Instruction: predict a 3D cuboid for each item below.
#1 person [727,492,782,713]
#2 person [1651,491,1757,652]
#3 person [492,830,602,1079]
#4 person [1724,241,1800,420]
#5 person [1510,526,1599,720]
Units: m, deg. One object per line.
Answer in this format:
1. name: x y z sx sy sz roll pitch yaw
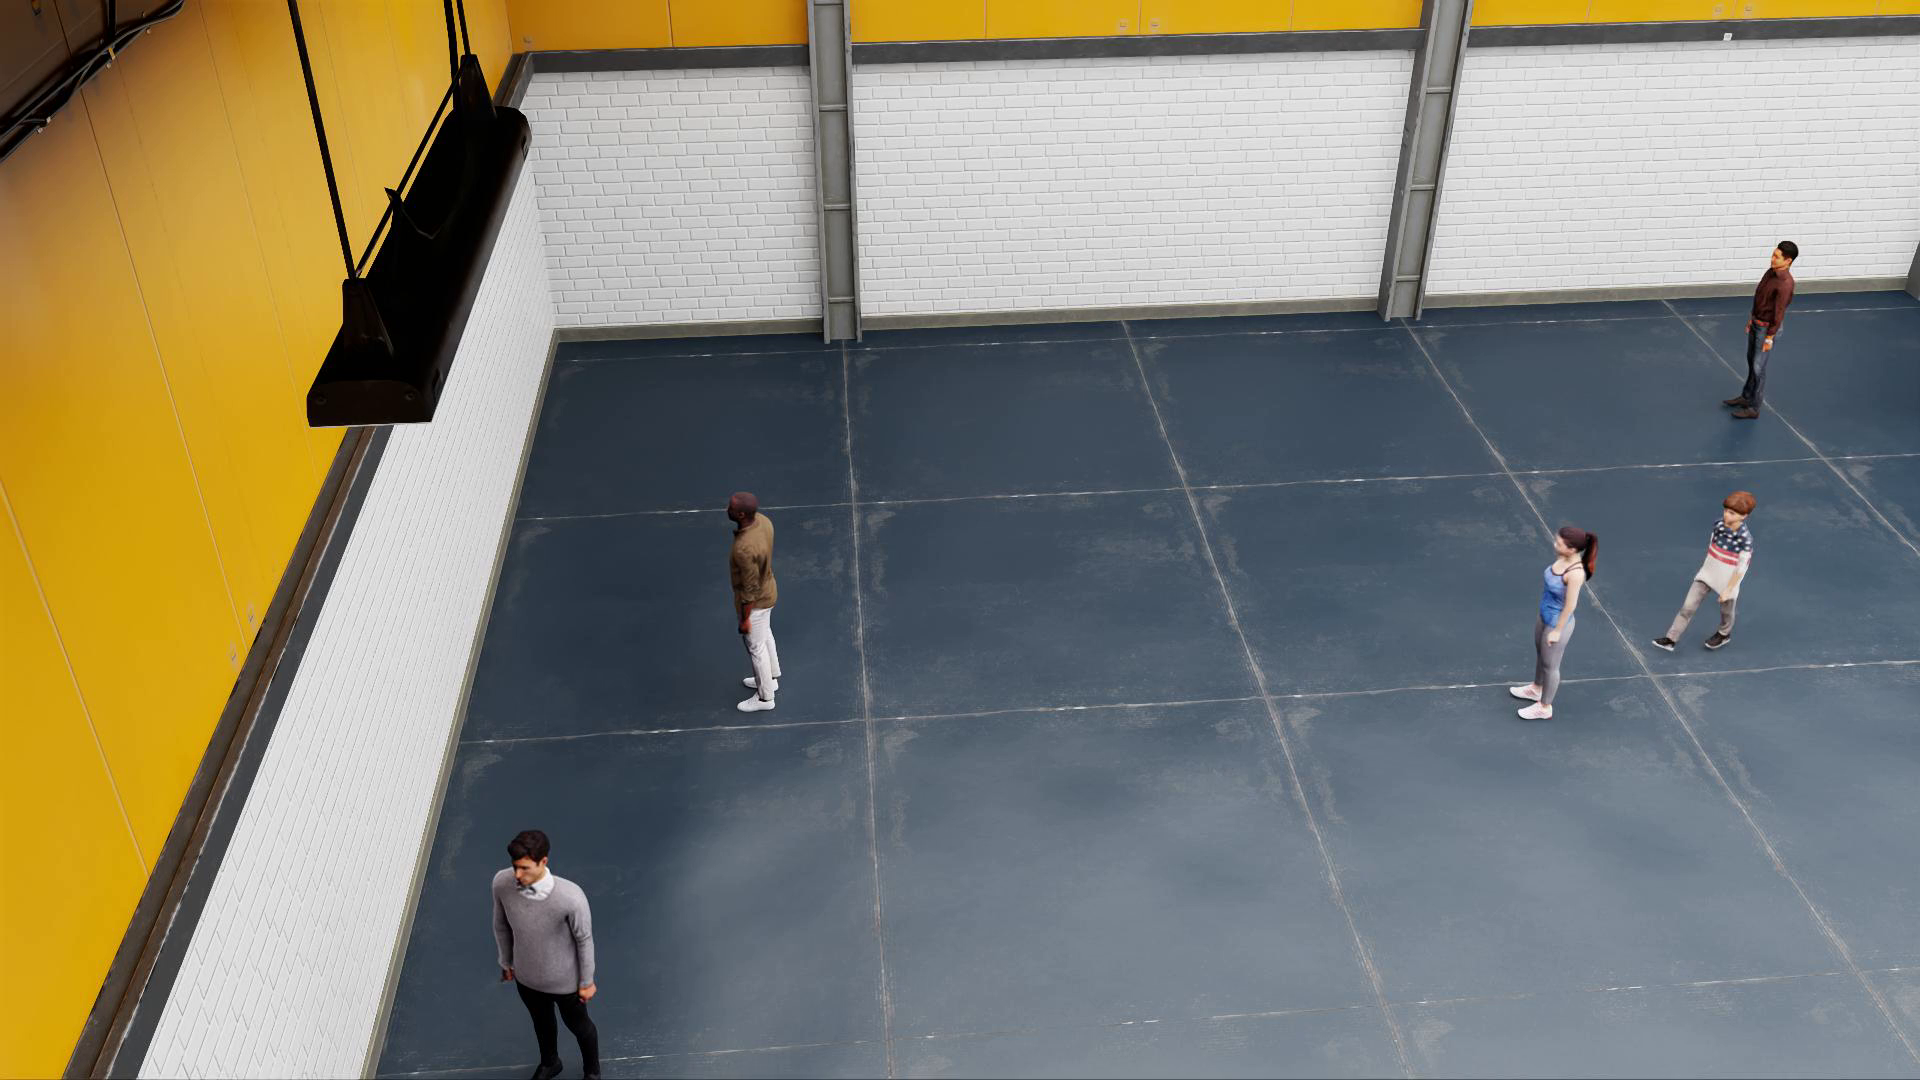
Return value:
1. person: -1.488 0.427 12.009 0.635 1.825 0.764 3 34 4
2. person: 5.839 0.258 12.646 1.006 1.400 0.787 -18 38 -25
3. person: -2.234 2.321 9.071 0.717 1.923 0.880 9 35 14
4. person: 7.614 -1.993 15.694 0.574 1.776 0.685 3 34 4
5. person: 4.288 0.577 11.978 0.594 1.610 0.603 3 34 5
